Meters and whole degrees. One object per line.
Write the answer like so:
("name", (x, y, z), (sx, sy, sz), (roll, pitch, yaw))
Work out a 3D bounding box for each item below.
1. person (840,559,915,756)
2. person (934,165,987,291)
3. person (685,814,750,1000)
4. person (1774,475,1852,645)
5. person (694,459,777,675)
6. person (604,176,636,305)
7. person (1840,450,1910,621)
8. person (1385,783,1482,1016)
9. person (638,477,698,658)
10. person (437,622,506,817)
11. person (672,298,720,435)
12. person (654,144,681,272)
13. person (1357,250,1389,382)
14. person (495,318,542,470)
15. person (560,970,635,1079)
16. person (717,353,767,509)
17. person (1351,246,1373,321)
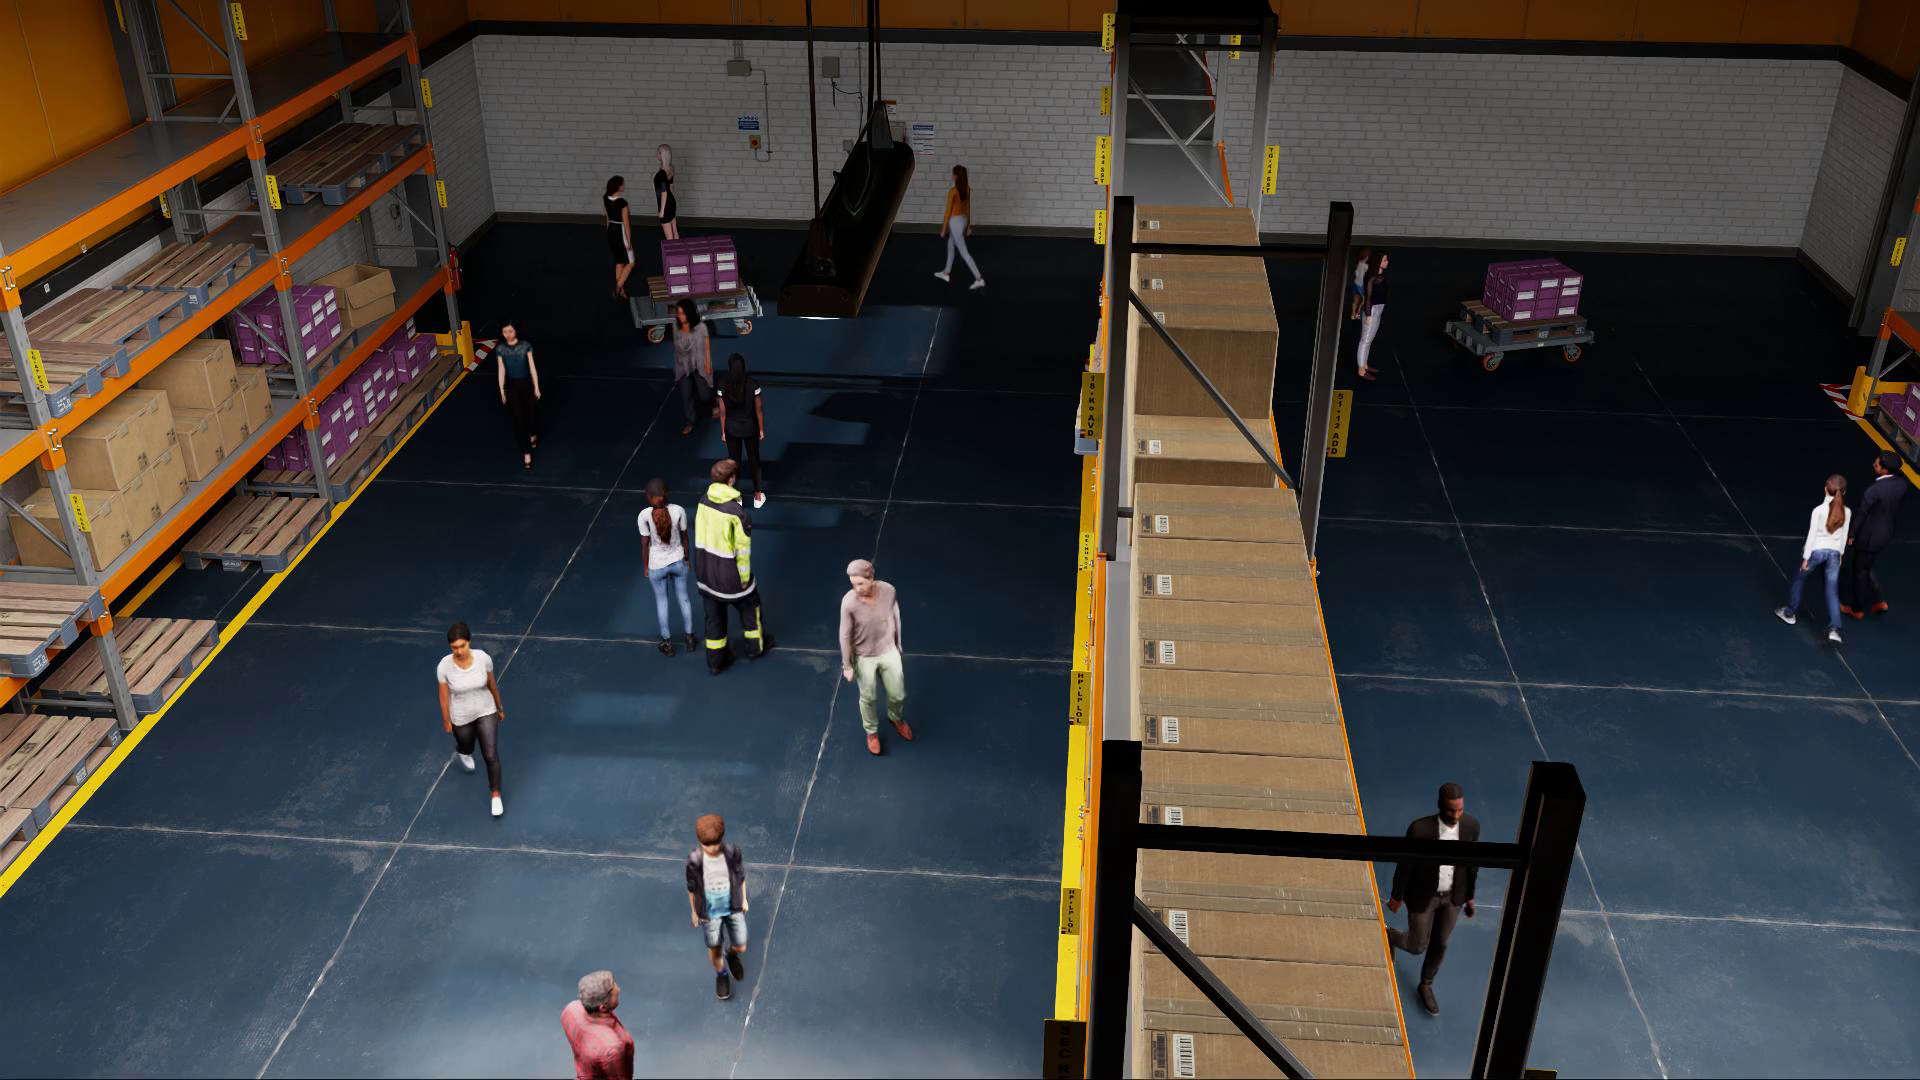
("person", (-0.686, 0.909, 13.353), (0.877, 1.832, 0.846), (-17, 33, -28))
("person", (0.048, -4.282, 22.996), (1.069, 1.710, 1.178), (19, 34, 31))
("person", (-1.600, 2.389, 11.054), (0.626, 1.436, 0.665), (-8, 30, -14))
("person", (7.807, 0.187, 14.995), (0.608, 1.528, 1.011), (1, 29, 2))
("person", (-2.100, 0.273, 14.392), (0.982, 1.954, 1.085), (16, 32, 27))
("person", (-4.629, -3.980, 22.365), (0.744, 1.784, 0.824), (13, 31, 23))
("person", (8.356, 0.022, 15.111), (0.806, 1.705, 0.864), (-11, 31, -20))
("person", (3.051, 2.268, 10.912), (0.857, 1.784, 0.967), (-8, 30, -14))
("person", (-2.589, 0.226, 14.722), (0.654, 1.721, 0.649), (-11, 30, -19))
("person", (-3.789, 1.305, 12.856), (0.919, 1.612, 1.119), (-13, 31, -23))
("person", (-3.004, -2.011, 18.960), (0.710, 1.589, 0.856), (8, 30, 14))
("person", (-4.168, -4.746, 23.722), (0.650, 1.830, 0.455), (5, 29, 8))
("person", (5.046, -2.760, 20.315), (0.727, 1.607, 0.591), (13, 31, 22))
("person", (-4.784, -1.639, 18.135), (0.673, 1.726, 0.763), (-5, 29, -9))
("person", (-2.039, 3.142, 9.279), (1.099, 1.813, 1.034), (-22, 36, -35))
("person", (-2.254, -1.137, 17.209), (0.656, 1.731, 0.644), (-3, 29, -6))
("person", (5.292, -3.407, 22.117), (0.553, 1.016, 0.456), (-11, 30, -19))
